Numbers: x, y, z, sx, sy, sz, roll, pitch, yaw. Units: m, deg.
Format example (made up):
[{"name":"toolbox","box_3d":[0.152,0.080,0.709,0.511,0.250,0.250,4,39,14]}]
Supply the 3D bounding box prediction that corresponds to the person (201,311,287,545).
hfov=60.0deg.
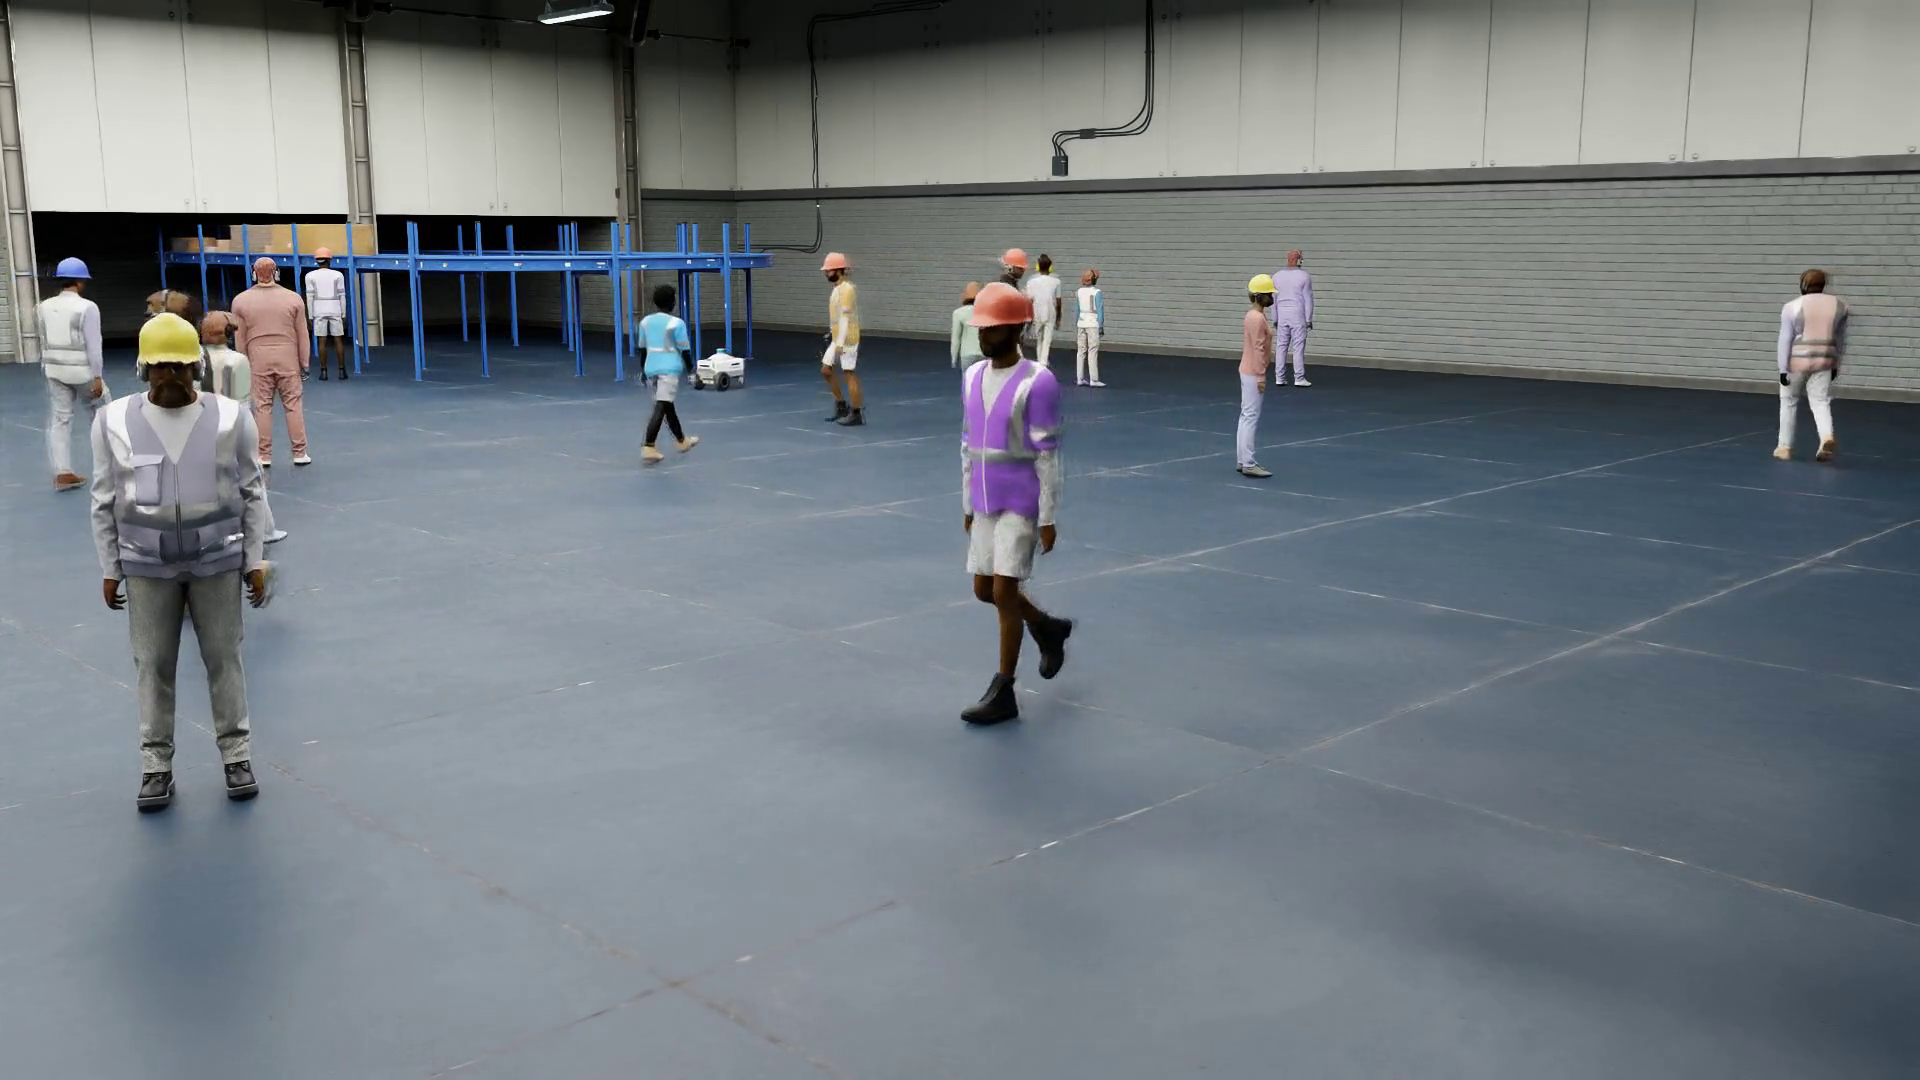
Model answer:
[{"name":"person","box_3d":[-4.894,-0.727,11.185,0.517,1.607,0.748,2,11,13]}]

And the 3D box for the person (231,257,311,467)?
[{"name":"person","box_3d":[-6.298,-1.629,15.267,0.641,1.912,0.410,-4,11,-19]}]

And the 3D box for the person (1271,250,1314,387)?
[{"name":"person","box_3d":[4.681,-3.112,23.362,0.638,1.910,0.407,9,13,39]}]

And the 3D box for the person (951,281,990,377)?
[{"name":"person","box_3d":[0.157,-1.950,17.800,0.521,1.616,0.356,-3,11,-18]}]

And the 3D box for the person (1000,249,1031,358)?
[{"name":"person","box_3d":[0.555,-2.182,18.159,0.445,1.961,0.598,0,10,1]}]

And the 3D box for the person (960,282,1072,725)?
[{"name":"person","box_3d":[0.262,-0.183,7.393,0.720,1.920,0.549,-10,14,-44]}]

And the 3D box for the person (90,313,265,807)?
[{"name":"person","box_3d":[-2.901,0.072,6.210,0.588,1.830,0.404,-5,11,-24]}]

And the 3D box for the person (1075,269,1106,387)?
[{"name":"person","box_3d":[1.815,-2.970,23.313,0.310,1.642,0.514,-9,14,-41]}]

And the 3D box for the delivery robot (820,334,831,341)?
[{"name":"delivery robot","box_3d":[-2.151,-3.509,28.370,0.335,0.223,0.698,-6,12,-30]}]

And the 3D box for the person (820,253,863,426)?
[{"name":"person","box_3d":[-1.336,-2.230,18.546,0.549,1.917,0.543,-4,11,-22]}]

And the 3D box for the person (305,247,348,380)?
[{"name":"person","box_3d":[-9.330,-3.336,24.515,0.543,1.932,0.376,-4,11,-21]}]

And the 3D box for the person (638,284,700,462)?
[{"name":"person","box_3d":[-2.746,-1.588,15.744,0.544,1.641,0.884,7,12,32]}]

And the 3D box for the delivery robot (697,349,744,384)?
[{"name":"delivery robot","box_3d":[-3.319,-2.406,23.061,0.477,0.478,0.707,6,12,30]}]

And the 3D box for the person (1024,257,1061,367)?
[{"name":"person","box_3d":[1.186,-3.107,23.640,0.496,1.817,0.962,3,11,17]}]

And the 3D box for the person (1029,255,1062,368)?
[{"name":"person","box_3d":[1.343,-3.636,26.512,0.487,1.810,1.015,3,11,14]}]

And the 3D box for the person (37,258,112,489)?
[{"name":"person","box_3d":[-7.413,-1.421,14.109,0.630,1.908,0.891,3,11,15]}]

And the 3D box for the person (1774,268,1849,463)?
[{"name":"person","box_3d":[7.967,-1.632,15.562,0.616,1.814,0.827,1,10,6]}]

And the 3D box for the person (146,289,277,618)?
[{"name":"person","box_3d":[-4.180,-0.460,9.142,0.723,1.827,0.513,0,10,-2]}]

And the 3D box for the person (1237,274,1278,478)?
[{"name":"person","box_3d":[2.624,-1.451,14.687,0.318,1.769,0.522,0,10,2]}]
